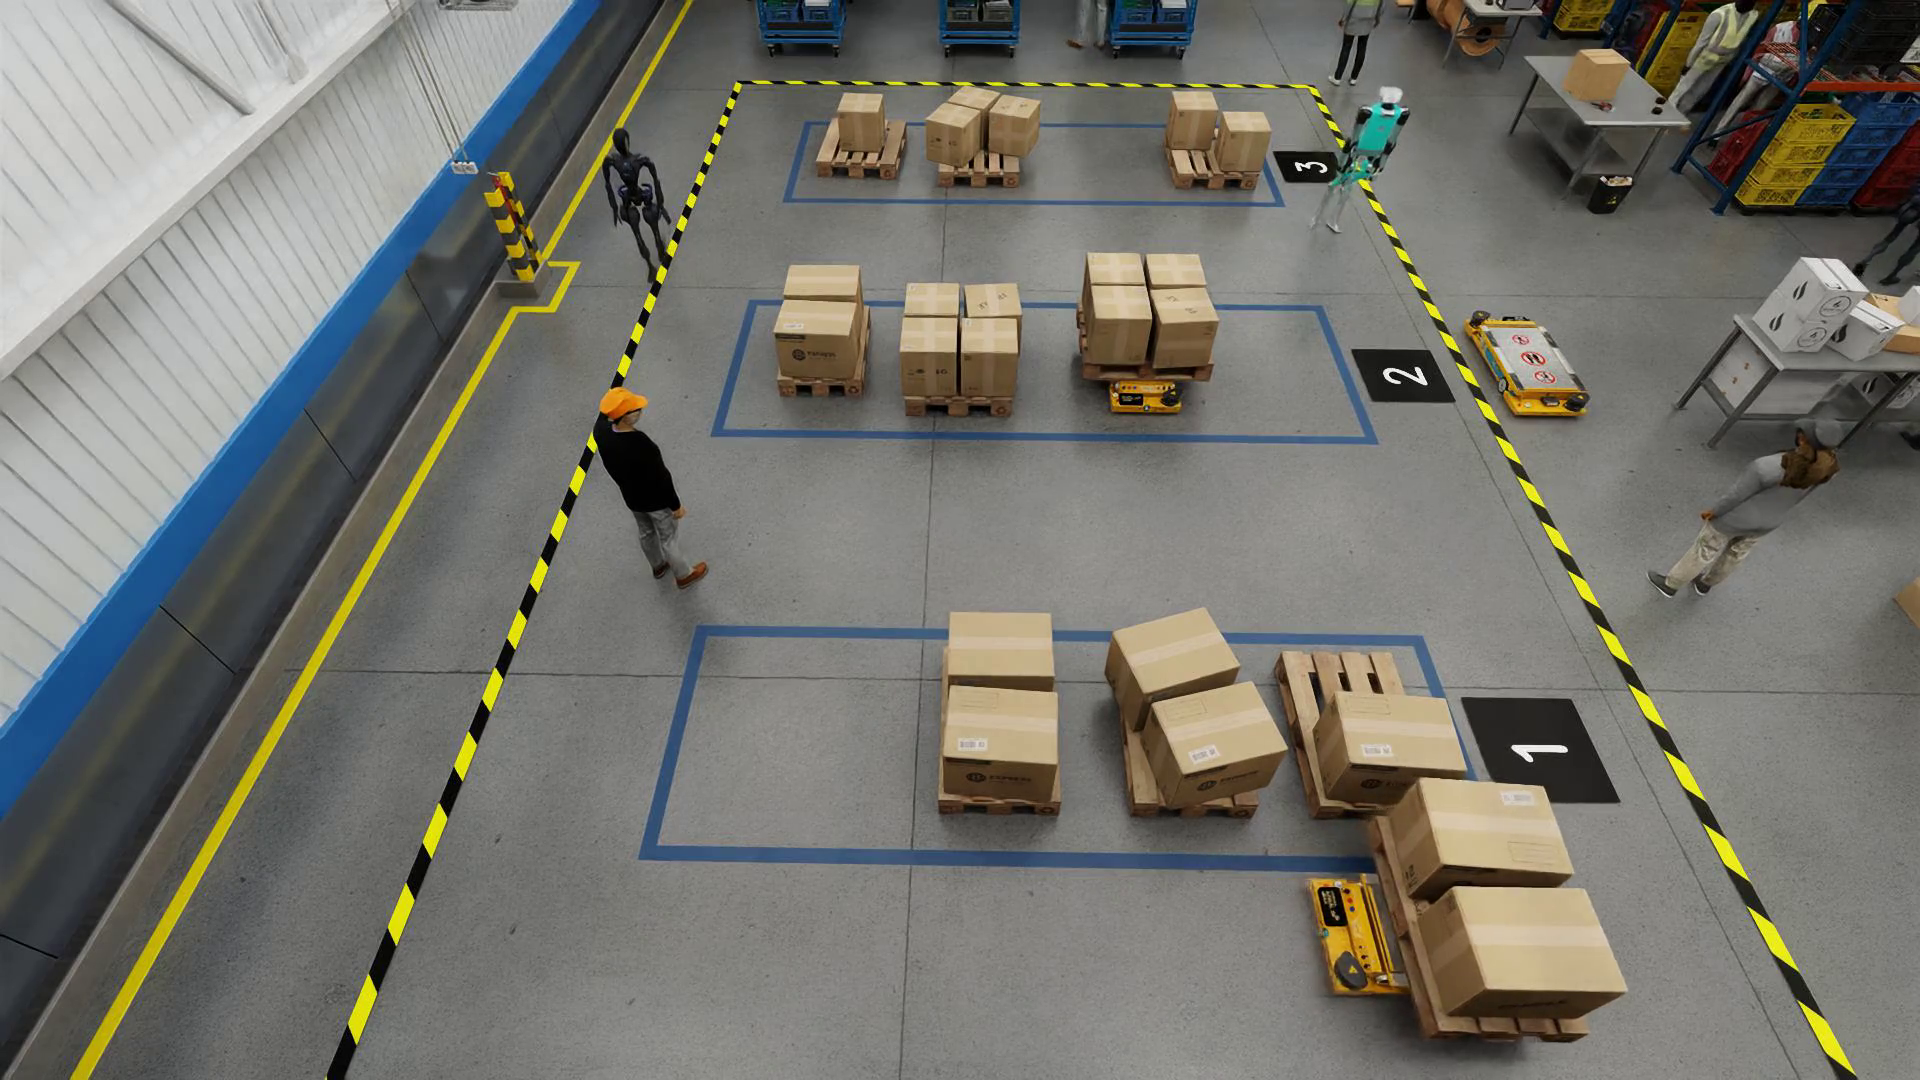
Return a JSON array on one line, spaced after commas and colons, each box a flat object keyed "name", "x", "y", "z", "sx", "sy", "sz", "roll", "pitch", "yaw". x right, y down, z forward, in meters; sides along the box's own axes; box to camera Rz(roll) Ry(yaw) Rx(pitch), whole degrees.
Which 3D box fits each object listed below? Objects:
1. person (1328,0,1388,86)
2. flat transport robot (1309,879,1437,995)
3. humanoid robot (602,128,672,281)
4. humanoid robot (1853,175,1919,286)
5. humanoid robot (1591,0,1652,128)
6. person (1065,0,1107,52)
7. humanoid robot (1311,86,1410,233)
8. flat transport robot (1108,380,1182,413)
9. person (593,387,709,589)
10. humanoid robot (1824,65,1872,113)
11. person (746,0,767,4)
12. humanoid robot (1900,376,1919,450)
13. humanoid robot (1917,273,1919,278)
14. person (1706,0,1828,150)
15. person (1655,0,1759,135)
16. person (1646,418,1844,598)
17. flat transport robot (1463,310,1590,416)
[{"name": "person", "x": 5.642, "y": -7.388, "z": 12.881, "sx": 0.596, "sy": 1.850, "sz": 0.398, "roll": -1, "pitch": 49, "yaw": -1}, {"name": "flat transport robot", "x": 2.902, "y": 2.354, "z": 5.478, "sx": 1.431, "sy": 0.197, "sz": 0.652, "roll": 1, "pitch": 49, "yaw": 1}, {"name": "humanoid robot", "x": -3.390, "y": -3.569, "z": 9.689, "sx": 0.602, "sy": 1.638, "sz": 0.454, "roll": -7, "pitch": 49, "yaw": -6}, {"name": "humanoid robot", "x": 10.127, "y": -3.461, "z": 9.595, "sx": 0.468, "sy": 1.636, "sz": 0.586, "roll": -18, "pitch": 52, "yaw": -15}, {"name": "humanoid robot", "x": 8.630, "y": -6.359, "z": 12.110, "sx": 0.615, "sy": 1.643, "sz": 0.501, "roll": -29, "pitch": 55, "yaw": -23}, {"name": "person", "x": 1.981, "y": -8.336, "z": 13.674, "sx": 0.634, "sy": 1.910, "sz": 0.664, "roll": -27, "pitch": 54, "yaw": -22}, {"name": "humanoid robot", "x": 4.435, "y": -4.238, "z": 10.285, "sx": 0.540, "sy": 1.849, "sz": 0.817, "roll": 1, "pitch": 49, "yaw": 1}, {"name": "flat transport robot", "x": 1.773, "y": -1.807, "z": 9.079, "sx": 0.652, "sy": 0.197, "sz": 1.431, "roll": 1, "pitch": 49, "yaw": 1}, {"name": "person", "x": -2.297, "y": -0.356, "z": 6.775, "sx": 0.587, "sy": 1.880, "sz": 0.384, "roll": 24, "pitch": 53, "yaw": 19}, {"name": "humanoid robot", "x": 11.123, "y": -5.616, "z": 11.350, "sx": 0.725, "sy": 1.696, "sz": 0.531, "roll": 19, "pitch": 52, "yaw": 15}, {"name": "person", "x": -3.434, "y": -9.856, "z": 14.952, "sx": 0.595, "sy": 1.958, "sz": 0.368, "roll": 6, "pitch": 49, "yaw": 5}, {"name": "humanoid robot", "x": 8.771, "y": -1.590, "z": 7.984, "sx": 0.603, "sy": 1.637, "sz": 0.637, "roll": 6, "pitch": 49, "yaw": 5}, {"name": "humanoid robot", "x": 10.745, "y": -3.500, "z": 9.556, "sx": 0.698, "sy": 1.738, "sz": 0.532, "roll": 36, "pitch": 58, "yaw": 27}, {"name": "person", "x": 10.189, "y": -5.817, "z": 11.535, "sx": 0.586, "sy": 1.831, "sz": 0.403, "roll": 16, "pitch": 51, "yaw": 13}, {"name": "person", "x": 9.701, "y": -6.177, "z": 11.857, "sx": 0.647, "sy": 1.826, "sz": 0.431, "roll": -2, "pitch": 49, "yaw": -2}, {"name": "person", "x": 5.773, "y": -0.188, "z": 6.703, "sx": 0.561, "sy": 1.769, "sz": 0.397, "roll": -1, "pitch": 49, "yaw": -1}, {"name": "flat transport robot", "x": 5.573, "y": -1.757, "z": 9.054, "sx": 0.659, "sy": 0.231, "sz": 1.431, "roll": 1, "pitch": 49, "yaw": 1}]
